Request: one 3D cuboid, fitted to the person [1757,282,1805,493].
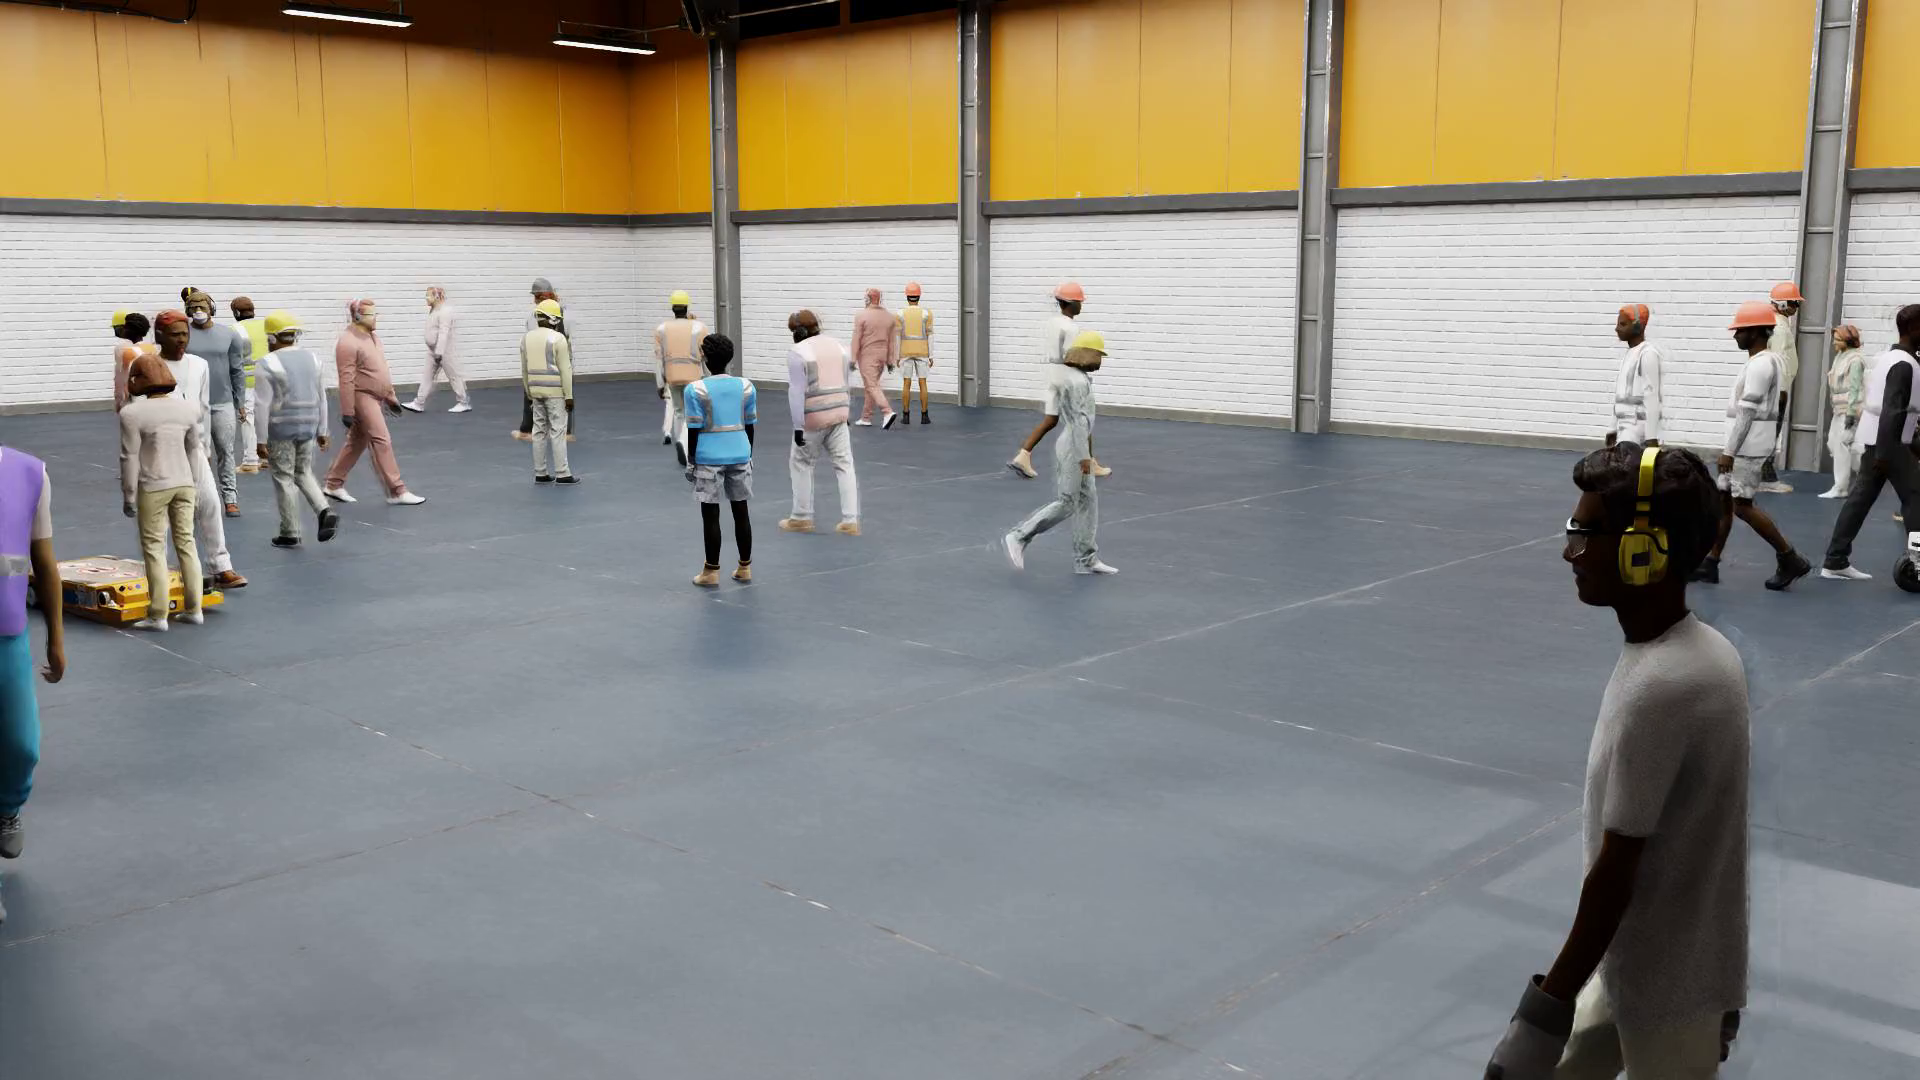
[{"bbox_3d":[7.794,-1.456,15.877,0.375,1.995,0.611,3,10,16],"label":"person"}]

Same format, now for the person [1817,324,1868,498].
[{"bbox_3d":[8.212,-1.170,15.290,0.500,1.617,0.525,2,9,10],"label":"person"}]

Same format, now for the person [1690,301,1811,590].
[{"bbox_3d":[5.229,-0.620,11.001,0.816,1.911,0.556,5,10,26],"label":"person"}]

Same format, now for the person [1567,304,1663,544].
[{"bbox_3d":[4.904,-0.822,12.407,0.825,1.852,0.618,2,9,10],"label":"person"}]

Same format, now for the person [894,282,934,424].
[{"bbox_3d":[-0.626,-2.547,22.732,0.544,1.943,0.347,0,9,0],"label":"person"}]

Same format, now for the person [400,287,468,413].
[{"bbox_3d":[-7.702,-2.778,24.400,0.979,1.851,0.674,-7,12,-38],"label":"person"}]

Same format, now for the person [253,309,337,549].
[{"bbox_3d":[-5.025,-0.823,12.526,0.512,1.818,0.613,5,11,29],"label":"person"}]

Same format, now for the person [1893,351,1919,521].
[{"bbox_3d":[8.021,-1.074,13.688,0.636,1.942,0.595,-1,9,-5],"label":"person"}]

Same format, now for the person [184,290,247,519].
[{"bbox_3d":[-6.407,-1.147,14.153,0.635,1.938,0.360,-5,10,-26],"label":"person"}]

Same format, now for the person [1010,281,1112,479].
[{"bbox_3d":[1.020,-1.601,16.777,1.036,2.009,0.612,-4,10,-22],"label":"person"}]

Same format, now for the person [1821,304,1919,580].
[{"bbox_3d":[6.339,-0.626,11.134,0.960,1.876,0.592,3,10,20],"label":"person"}]

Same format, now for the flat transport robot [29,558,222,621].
[{"bbox_3d":[-5.363,0.288,10.458,1.431,0.197,0.652,6,11,33],"label":"flat transport robot"}]

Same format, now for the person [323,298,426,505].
[{"bbox_3d":[-5.357,-1.239,14.978,0.980,1.865,0.647,0,9,-1],"label":"person"}]

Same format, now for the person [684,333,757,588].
[{"bbox_3d":[-1.597,-0.529,11.106,0.535,1.698,0.318,-7,12,-36],"label":"person"}]

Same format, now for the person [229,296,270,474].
[{"bbox_3d":[-7.378,-1.603,17.273,0.430,1.838,0.620,4,10,21],"label":"person"}]

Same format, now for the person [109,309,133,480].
[{"bbox_3d":[-8.093,-1.431,16.557,0.783,1.734,0.523,1,9,4],"label":"person"}]

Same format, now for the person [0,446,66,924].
[{"bbox_3d":[-3.296,0.321,5.519,0.564,1.826,0.617,-7,11,-36],"label":"person"}]

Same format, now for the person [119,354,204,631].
[{"bbox_3d":[-4.704,-0.281,9.815,0.300,1.622,0.502,5,10,28],"label":"person"}]

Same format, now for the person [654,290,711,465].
[{"bbox_3d":[-3.007,-1.747,17.956,0.596,1.904,0.766,1,9,6],"label":"person"}]

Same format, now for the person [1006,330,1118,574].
[{"bbox_3d":[0.717,-0.600,11.528,0.711,1.699,0.529,1,9,9],"label":"person"}]

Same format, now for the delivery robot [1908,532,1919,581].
[{"bbox_3d":[6.499,0.065,10.672,0.707,0.478,0.477,0,9,-2],"label":"delivery robot"}]

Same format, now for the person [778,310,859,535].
[{"bbox_3d":[-1.120,-0.942,13.345,0.770,1.789,0.781,-9,13,-43],"label":"person"}]

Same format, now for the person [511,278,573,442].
[{"bbox_3d":[-5.156,-2.225,20.452,0.896,2.000,0.702,5,11,29],"label":"person"}]

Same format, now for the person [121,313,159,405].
[{"bbox_3d":[-7.910,-1.344,16.094,0.318,1.700,0.535,0,9,-3],"label":"person"}]

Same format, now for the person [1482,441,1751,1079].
[{"bbox_3d":[1.043,0.754,2.838,0.900,1.834,0.517,4,10,23],"label":"person"}]

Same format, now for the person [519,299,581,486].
[{"bbox_3d":[-4.007,-1.435,16.282,0.589,1.822,0.403,5,11,29],"label":"person"}]

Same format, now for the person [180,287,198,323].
[{"bbox_3d":[-10.854,-2.643,23.547,0.316,1.867,0.531,-7,12,-38],"label":"person"}]

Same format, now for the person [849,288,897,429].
[{"bbox_3d":[-1.122,-2.417,22.153,0.919,1.872,0.674,9,13,44],"label":"person"}]

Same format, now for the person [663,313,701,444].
[{"bbox_3d":[-3.419,-1.976,20.300,0.565,1.590,0.878,2,10,14],"label":"person"}]

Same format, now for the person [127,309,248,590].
[{"bbox_3d":[-5.021,-0.559,10.790,0.872,1.848,0.610,6,11,31],"label":"person"}]
